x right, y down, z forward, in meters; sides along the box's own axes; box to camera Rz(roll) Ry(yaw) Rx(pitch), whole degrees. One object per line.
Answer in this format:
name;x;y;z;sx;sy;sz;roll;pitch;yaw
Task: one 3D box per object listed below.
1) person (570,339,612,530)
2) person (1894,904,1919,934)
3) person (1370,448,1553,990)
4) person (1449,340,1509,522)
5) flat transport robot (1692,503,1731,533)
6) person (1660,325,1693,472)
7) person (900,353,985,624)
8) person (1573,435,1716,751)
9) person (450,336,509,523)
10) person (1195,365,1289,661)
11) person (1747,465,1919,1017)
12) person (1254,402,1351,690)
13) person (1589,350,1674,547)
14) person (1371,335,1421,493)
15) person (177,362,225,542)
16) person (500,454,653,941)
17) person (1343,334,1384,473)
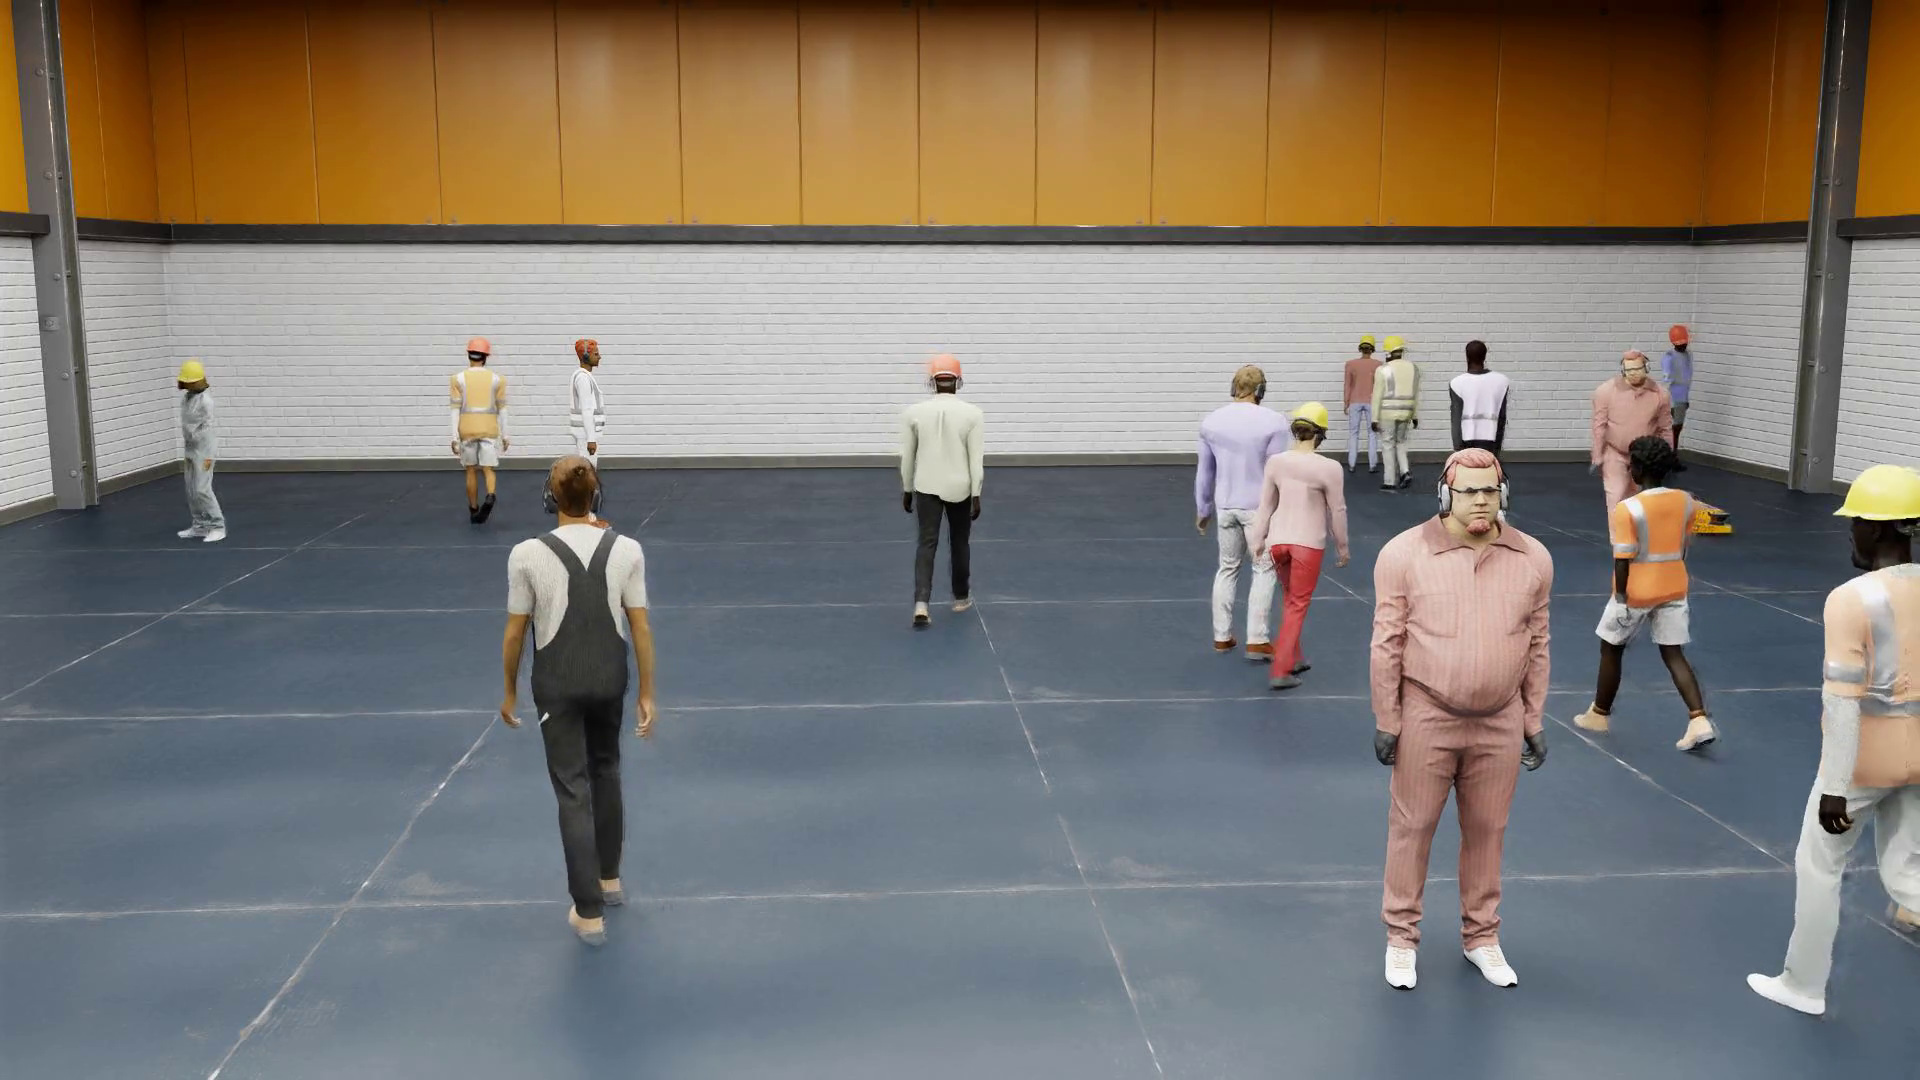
person;-3.625;-1.018;16.246;0.351;1.882;0.582;-3;9;-17
person;3.770;0.742;5.906;0.533;1.644;0.875;-6;11;-35
person;1.761;0.628;5.836;0.640;1.908;0.409;0;9;-2
person;4.912;-0.943;15.733;0.590;1.898;0.788;0;9;-1
flat transport robot;7.108;-0.270;16.592;0.652;0.197;1.431;1;9;6
person;9.054;-1.756;20.906;0.721;1.891;0.378;-7;11;-36
person;-0.140;-0.377;12.051;0.629;1.950;1.035;2;9;10
person;3.659;0.274;8.790;0.533;1.670;0.799;-3;9;-16
person;-4.765;-1.071;16.533;0.578;1.908;0.758;-3;10;-19
person;1.829;-0.169;10.811;0.744;1.916;0.521;8;12;40
person;3.033;0.710;5.364;0.597;1.900;0.827;-4;10;-22
person;2.126;0.029;10.147;0.742;1.737;0.529;-9;12;-43
person;5.765;-0.690;14.267;0.711;1.854;0.847;1;9;8
person;4.981;-1.444;19.113;0.624;1.816;0.422;-3;10;-20
person;-7.150;-0.823;15.591;0.642;1.701;0.387;8;12;42
person;-1.497;0.579;6.428;0.520;1.814;0.766;-5;10;-29
person;5.112;-1.722;21.053;0.528;1.765;0.333;3;9;16
